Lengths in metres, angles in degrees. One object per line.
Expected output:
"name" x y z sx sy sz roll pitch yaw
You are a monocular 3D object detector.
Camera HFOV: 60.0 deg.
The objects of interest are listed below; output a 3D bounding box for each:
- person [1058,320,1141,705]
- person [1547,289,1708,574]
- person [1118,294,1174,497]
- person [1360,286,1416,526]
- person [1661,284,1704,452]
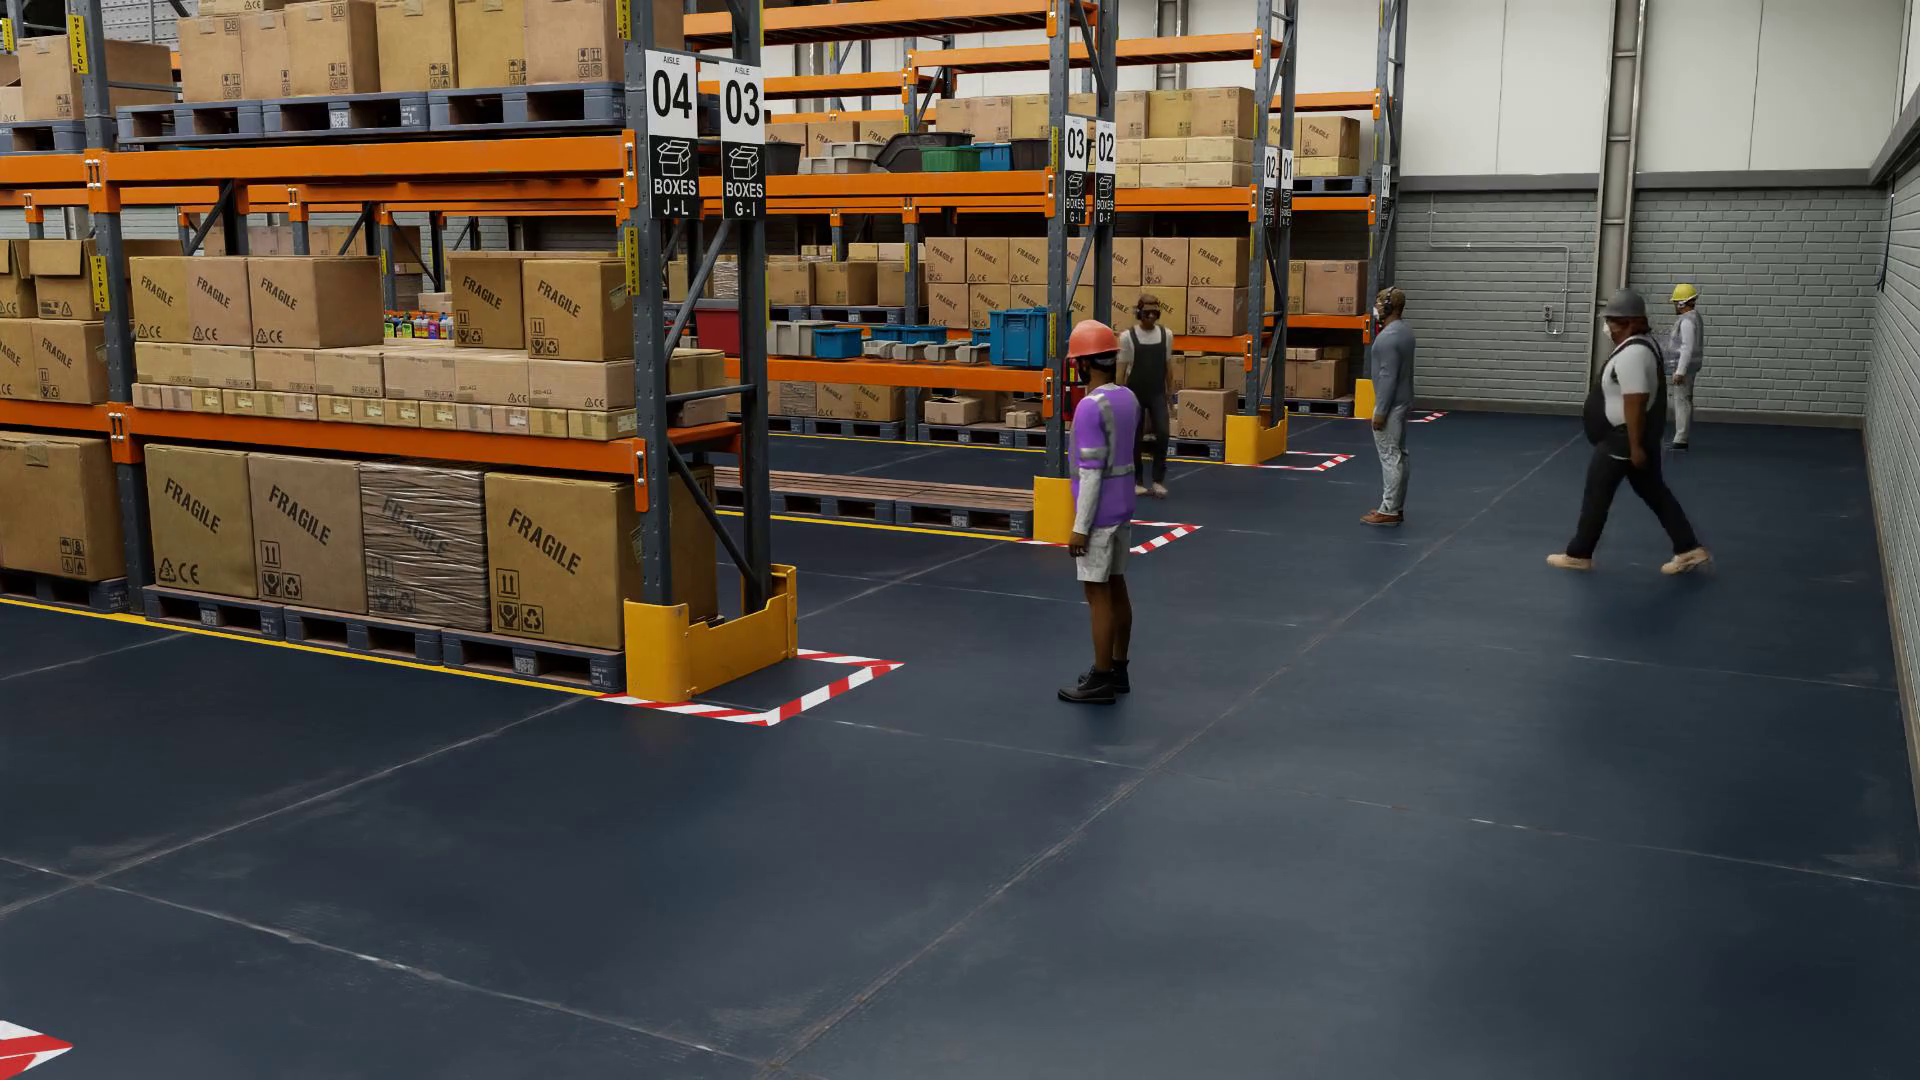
"person" 0.685 -0.134 8.375 0.376 1.931 0.542 6 12 28
"person" 4.717 -0.769 11.537 1.010 2.000 0.674 8 13 36
"person" 1.687 -1.272 14.860 0.558 1.822 0.649 -2 11 -11
"person" 3.489 -1.079 13.506 0.374 1.941 0.627 6 12 28
"person" 7.882 -1.877 18.166 0.404 1.826 0.587 6 12 28
